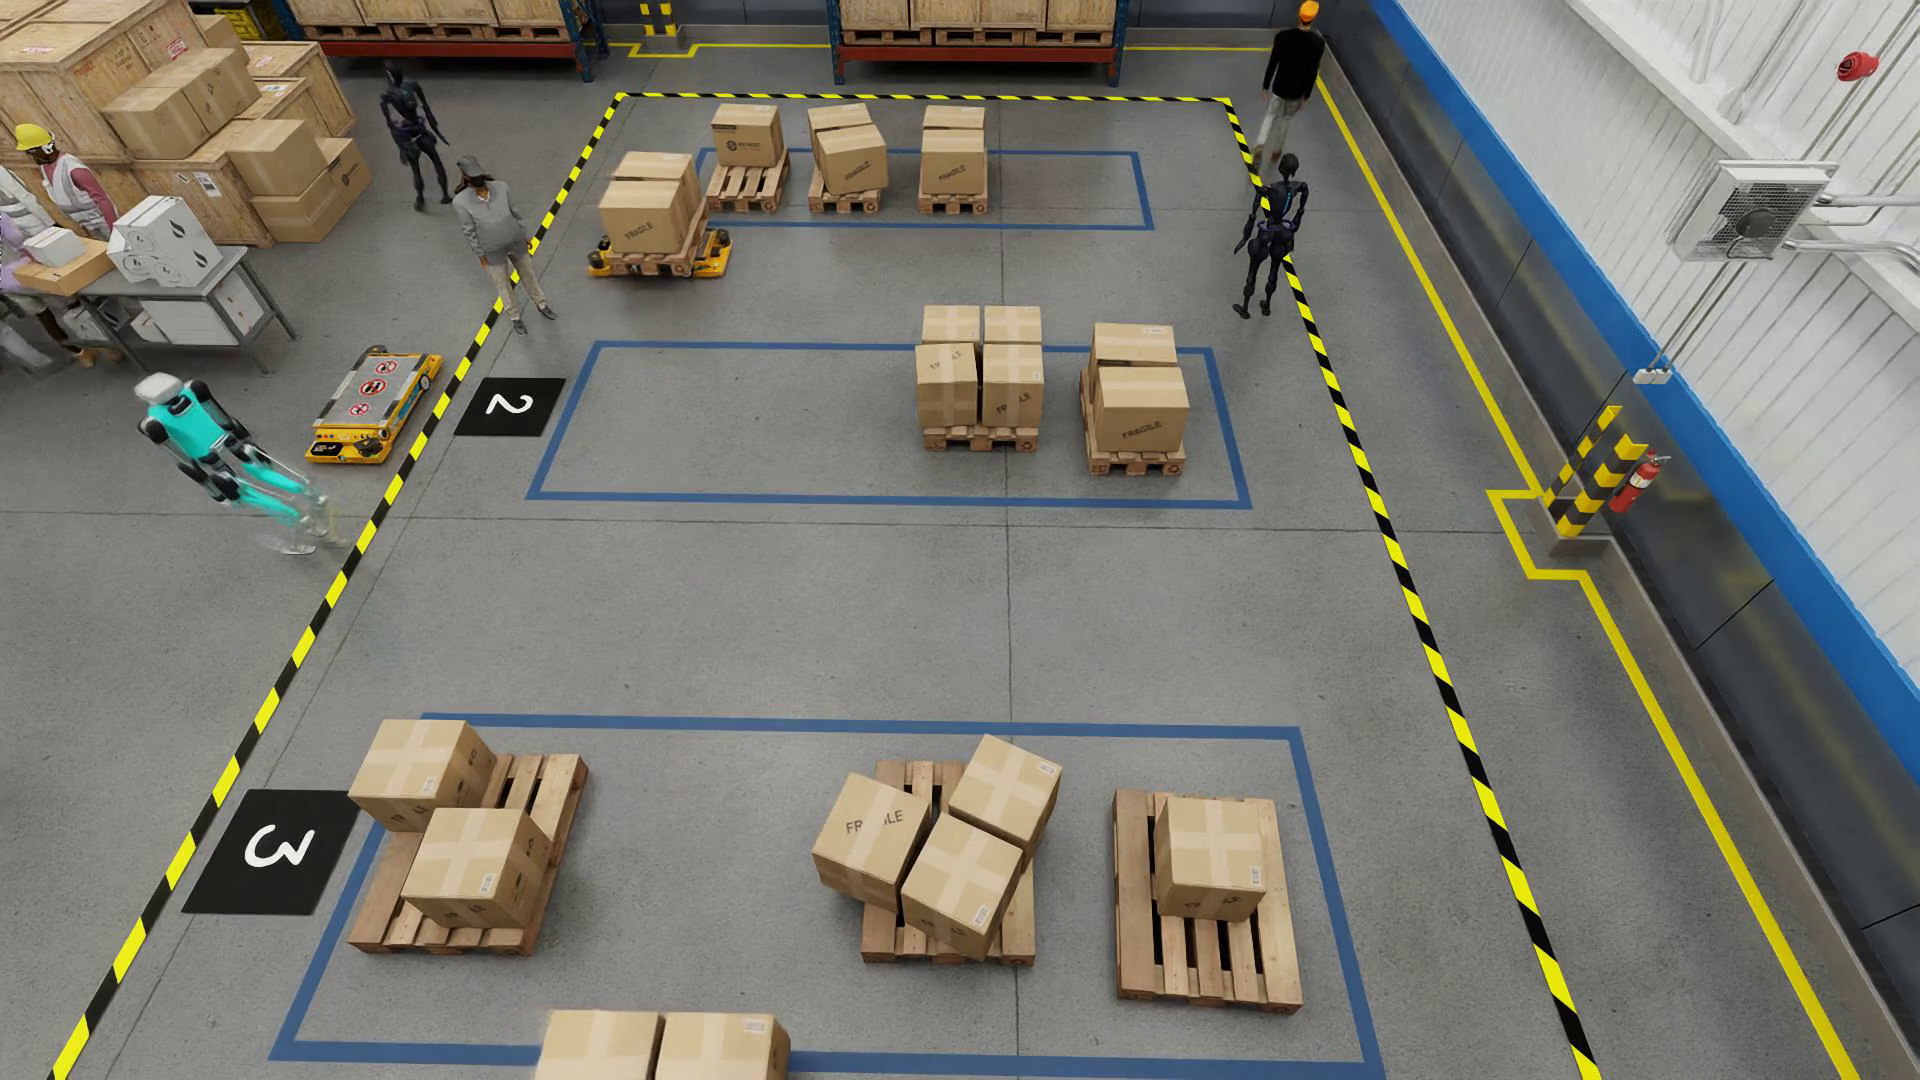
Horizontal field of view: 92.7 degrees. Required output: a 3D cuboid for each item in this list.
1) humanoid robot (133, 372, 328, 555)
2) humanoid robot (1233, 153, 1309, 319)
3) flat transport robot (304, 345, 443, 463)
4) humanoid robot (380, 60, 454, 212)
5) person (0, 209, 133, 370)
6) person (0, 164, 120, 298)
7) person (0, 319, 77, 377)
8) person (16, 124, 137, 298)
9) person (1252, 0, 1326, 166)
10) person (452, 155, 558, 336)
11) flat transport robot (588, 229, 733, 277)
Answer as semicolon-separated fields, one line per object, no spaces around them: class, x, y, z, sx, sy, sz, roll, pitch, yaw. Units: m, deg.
humanoid robot;-5.177;-0.499;6.739;0.735;1.677;0.533;8;50;7
humanoid robot;3.011;-2.937;8.918;0.599;1.659;0.315;-6;50;-5
flat transport robot;-5.383;-1.269;8.441;0.659;0.231;1.431;1;50;1
humanoid robot;-6.131;-4.524;10.276;0.458;1.646;0.589;22;53;17
person;-8.431;-2.384;8.232;0.653;2.033;0.445;-15;51;-12
person;-9.129;-3.154;8.979;0.574;1.882;0.356;11;51;9
person;-9.009;-2.097;8.068;0.599;1.917;0.880;28;55;21
person;-8.537;-3.191;9.042;0.586;1.833;0.404;19;52;15
person;3.858;-5.321;10.827;0.587;1.865;0.669;23;53;18
person;-4.389;-2.825;8.774;0.395;1.769;0.564;37;59;27
flat transport robot;-3.264;-3.154;10.017;1.431;0.197;0.652;1;50;1
